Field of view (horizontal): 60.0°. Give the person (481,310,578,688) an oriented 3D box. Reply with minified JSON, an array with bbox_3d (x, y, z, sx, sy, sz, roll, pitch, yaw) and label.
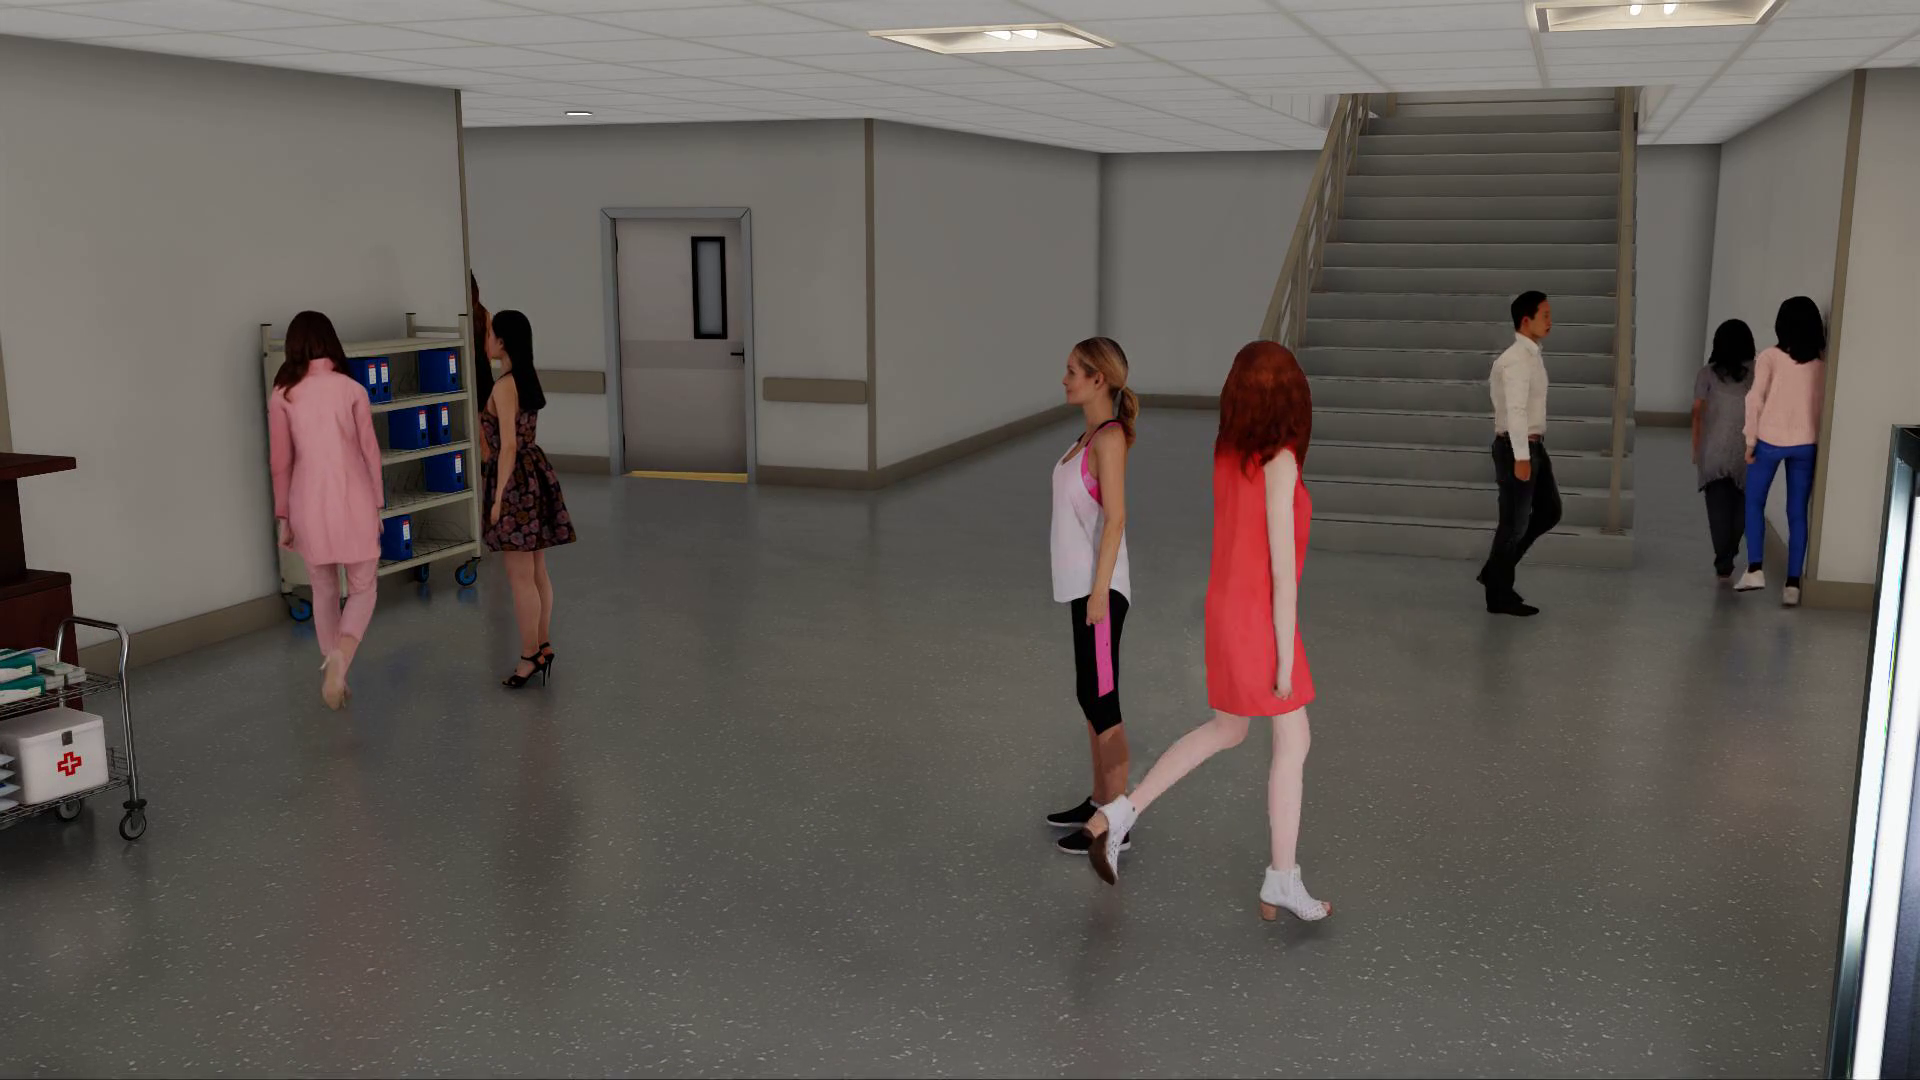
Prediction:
[{"bbox_3d":[-2.079,-0.194,7.833,0.797,1.775,0.694,1,11,5],"label":"person"}]

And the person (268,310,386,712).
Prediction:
[{"bbox_3d":[-2.724,-0.078,7.209,0.921,1.780,1.086,-2,11,-13],"label":"person"}]

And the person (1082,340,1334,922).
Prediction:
[{"bbox_3d":[0.802,0.316,5.082,1.047,1.800,1.034,-3,11,-16],"label":"person"}]

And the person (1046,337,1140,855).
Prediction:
[{"bbox_3d":[0.481,0.193,5.763,0.743,1.787,0.599,-1,11,-4],"label":"person"}]

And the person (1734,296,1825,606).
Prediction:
[{"bbox_3d":[4.778,-0.511,9.582,0.701,1.746,0.709,2,11,11],"label":"person"}]

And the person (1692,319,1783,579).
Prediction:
[{"bbox_3d":[4.714,-0.517,10.133,0.736,1.552,1.067,3,11,16],"label":"person"}]

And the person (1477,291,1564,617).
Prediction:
[{"bbox_3d":[3.014,-0.472,9.237,0.776,1.799,0.636,6,12,28],"label":"person"}]
